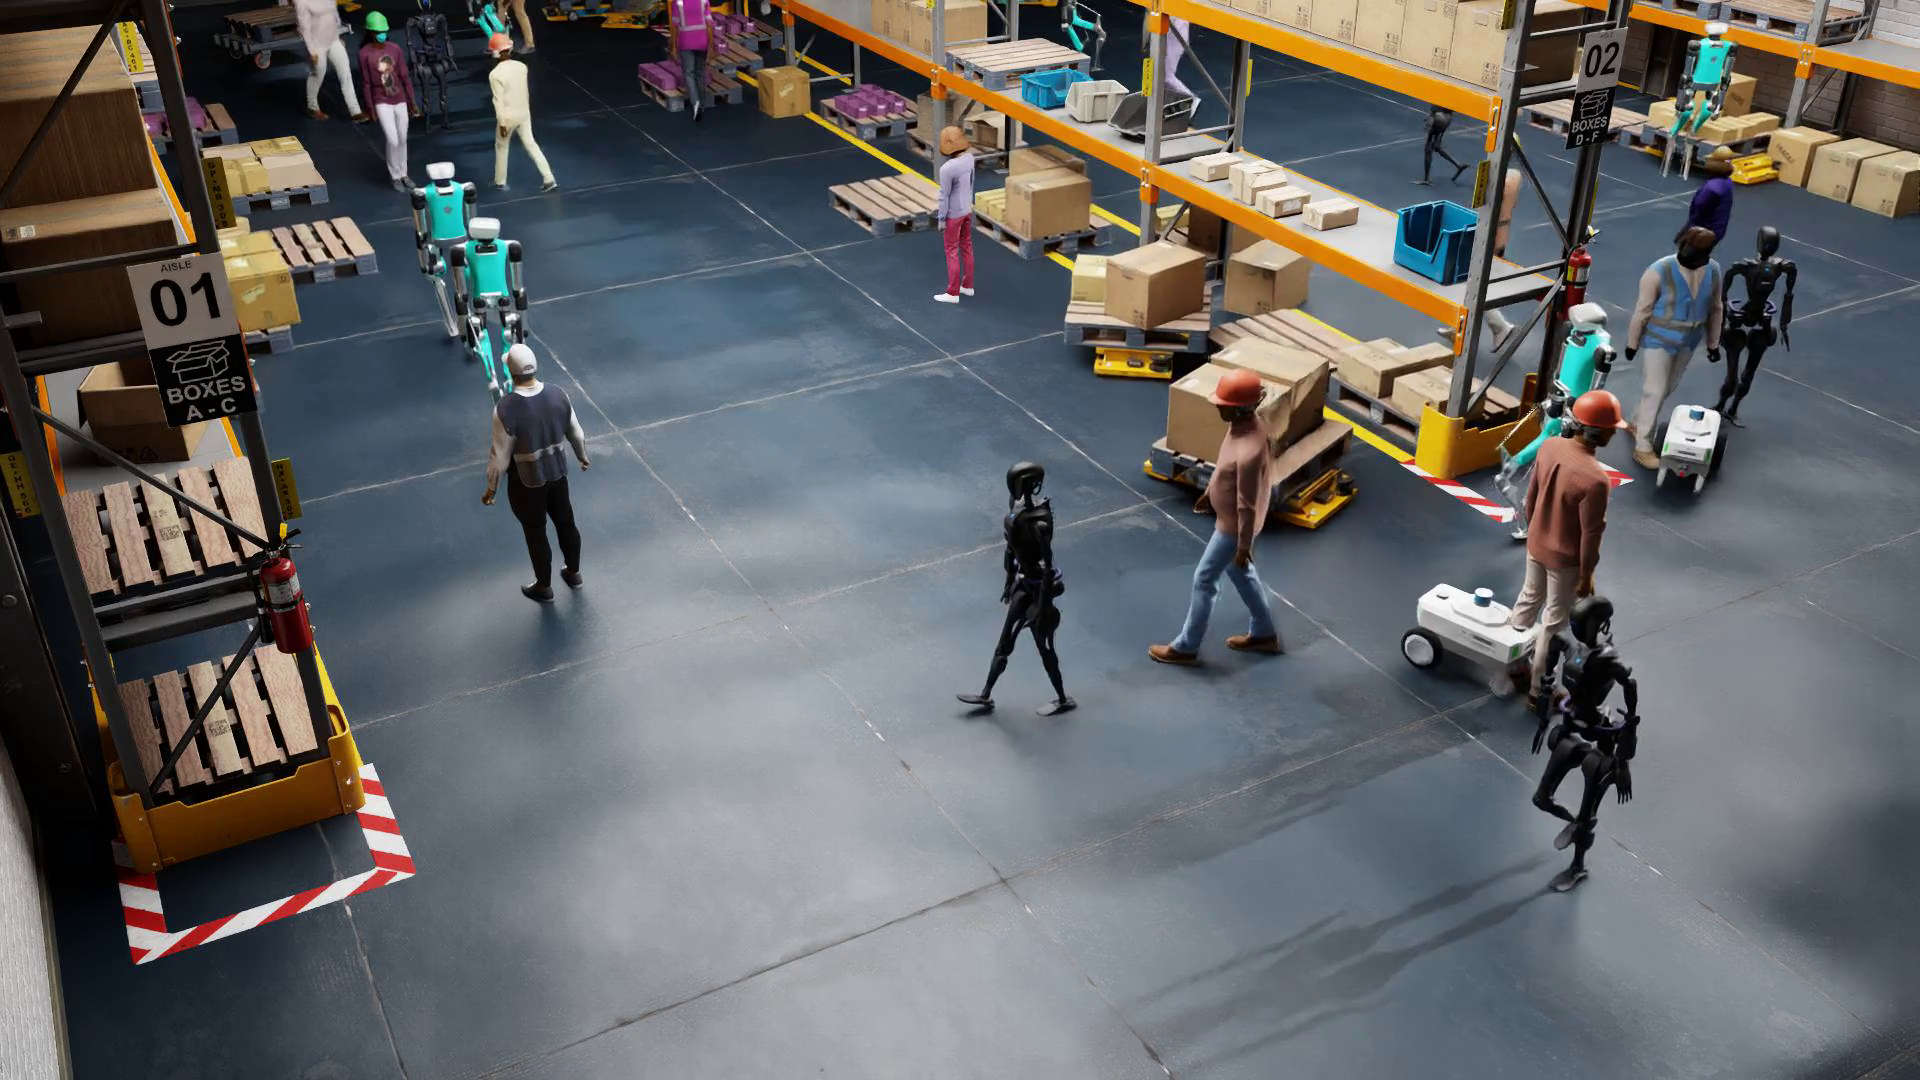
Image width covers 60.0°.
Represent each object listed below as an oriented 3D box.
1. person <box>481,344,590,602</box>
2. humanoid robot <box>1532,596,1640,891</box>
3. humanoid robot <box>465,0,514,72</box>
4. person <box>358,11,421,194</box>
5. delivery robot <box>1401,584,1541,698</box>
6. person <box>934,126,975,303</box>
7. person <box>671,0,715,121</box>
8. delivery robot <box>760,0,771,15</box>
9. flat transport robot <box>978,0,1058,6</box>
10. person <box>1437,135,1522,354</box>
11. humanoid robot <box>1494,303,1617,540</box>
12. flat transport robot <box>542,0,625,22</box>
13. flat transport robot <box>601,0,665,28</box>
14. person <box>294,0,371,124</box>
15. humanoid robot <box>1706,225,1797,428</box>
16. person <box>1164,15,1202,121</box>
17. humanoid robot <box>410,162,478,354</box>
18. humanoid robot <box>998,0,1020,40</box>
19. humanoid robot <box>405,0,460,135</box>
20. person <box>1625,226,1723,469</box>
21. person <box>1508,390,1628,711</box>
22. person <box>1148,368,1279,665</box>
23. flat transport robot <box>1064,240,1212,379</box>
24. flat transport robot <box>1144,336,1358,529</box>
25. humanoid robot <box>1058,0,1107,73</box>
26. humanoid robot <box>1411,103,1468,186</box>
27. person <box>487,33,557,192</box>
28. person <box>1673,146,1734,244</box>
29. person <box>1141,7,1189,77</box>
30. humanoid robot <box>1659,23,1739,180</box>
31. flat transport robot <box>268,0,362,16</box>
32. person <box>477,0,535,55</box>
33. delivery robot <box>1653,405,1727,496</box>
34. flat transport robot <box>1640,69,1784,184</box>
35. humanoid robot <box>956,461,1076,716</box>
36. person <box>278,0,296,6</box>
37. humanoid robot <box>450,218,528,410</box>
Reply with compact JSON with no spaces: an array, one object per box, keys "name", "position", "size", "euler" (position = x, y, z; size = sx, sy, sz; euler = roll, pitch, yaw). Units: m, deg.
[{"name":"person","position":[-2.706,-0.428,10.656],"size":[0.437,1.757,0.774],"euler":[26,39,37]},{"name":"humanoid robot","position":[3.145,0.997,8.267],"size":[0.430,1.640,0.621],"euler":[-16,33,-25]},{"name":"humanoid robot","position":[-6.293,-7.089,22.301],"size":[0.653,1.808,0.544],"euler":[17,34,27]},{"name":"person","position":[-6.124,-4.712,17.952],"size":[0.503,1.931,0.627],"euler":[-25,38,-36]},{"name":"delivery robot","position":[3.123,0.567,10.150],"size":[0.499,0.610,0.788],"euler":[-26,39,-38]},{"name":"person","position":[-0.044,-2.973,15.221],"size":[0.288,1.629,0.498],"euler":[19,35,29]},{"name":"person","position":[-3.277,-6.102,20.483],"size":[0.511,1.818,0.801],"euler":[-11,32,-19]},{"name":"delivery robot","position":[-2.749,-8.491,25.886],"size":[0.769,0.577,0.499],"euler":[-4,30,-8]},{"name":"flat transport robot","position":[0.856,-8.689,26.535],"size":[1.431,0.231,0.659],"euler":[2,30,4]},{"name":"person","position":[4.547,-2.525,14.184],"size":[0.592,1.890,0.694],"euler":[-23,37,-34]},{"name":"humanoid robot","position":[3.909,-0.695,11.186],"size":[0.695,1.842,0.544],"euler":[-5,30,-9]},{"name":"flat transport robot","position":[-5.714,-8.230,25.737],"size":[1.431,0.231,0.659],"euler":[-10,31,-17]},{"name":"flat transport robot","position":[-4.998,-8.077,25.470],"size":[0.659,0.231,1.431],"euler":[2,30,3]},{"name":"person","position":[-7.773,-6.036,20.299],"size":[0.991,1.899,0.641],"euler":[17,34,27]},{"name":"humanoid robot","position":[6.121,-1.636,12.847],"size":[0.611,1.648,0.344],"euler":[2,30,4]},{"name":"person","position":[2.663,-6.063,20.347],"size":[0.721,1.880,0.651],"euler":[15,33,25]},{"name":"humanoid robot","position":[-4.366,-2.425,14.178],"size":[0.538,1.739,1.027],"euler":[-14,33,-22]},{"name":"humanoid robot","position":[0.634,-8.155,24.108],"size":[0.753,1.748,0.530],"euler":[20,35,30]},{"name":"humanoid robot","position":[-6.336,-5.733,19.962],"size":[0.599,1.657,0.315],"euler":[-23,37,-34]},{"name":"person","position":[5.317,-1.483,12.443],"size":[0.644,1.810,0.643],"euler":[-9,31,-15]},{"name":"person","position":[3.475,0.056,9.585],"size":[0.389,1.990,0.612],"euler":[-8,31,-13]},{"name":"person","position":[1.614,-0.135,9.944],"size":[0.798,1.957,0.625],"euler":[5,30,8]},{"name":"flat transport robot","position":[1.559,-1.782,14.512],"size":[0.659,0.231,1.431],"euler":[5,30,8]},{"name":"flat transport robot","position":[2.134,-0.482,12.249],"size":[1.431,0.231,0.659],"euler":[22,36,33]},{"name":"humanoid robot","position":[1.658,-6.956,22.103],"size":[0.995,1.770,0.530],"euler":[6,31,11]},{"name":"humanoid robot","position":[5.321,-4.674,18.141],"size":[0.523,1.644,0.593],"euler":[13,32,21]},{"name":"person","position":[-4.812,-4.606,17.980],"size":[0.882,1.710,0.579],"euler":[15,33,24]},{"name":"person","position":[6.605,-2.705,14.793],"size":[0.470,1.587,0.465],"euler":[22,36,33]},{"name":"person","position":[2.573,-6.316,20.831],"size":[0.608,1.844,0.998],"euler":[0,30,1]},{"name":"humanoid robot","position":[8.108,-4.812,18.381],"size":[0.537,1.867,0.664],"euler":[2,30,4]},{"name":"flat transport robot","position":[-10.036,-8.191,25.669],"size":[0.659,0.231,1.431],"euler":[17,34,27]},{"name":"person","position":[-6.401,-7.627,23.227],"size":[0.568,1.706,0.867],"euler":[22,37,33]},{"name":"delivery robot","position":[5.430,-0.710,12.378],"size":[0.499,0.614,0.815],"euler":[14,33,23]},{"name":"flat transport robot","position":[8.658,-4.394,19.059],"size":[0.659,0.231,1.431],"euler":[-16,33,-25]},{"name":"humanoid robot","position":[0.349,0.320,9.462],"size":[0.694,1.634,0.612],"euler":[-11,32,-18]},{"name":"person","position":[-10.069,-8.636,24.879],"size":[0.431,1.838,0.623],"euler":[11,32,19]},{"name":"humanoid robot","position":[-3.492,-1.503,12.603],"size":[0.556,1.759,1.042],"euler":[-10,31,-17]}]
